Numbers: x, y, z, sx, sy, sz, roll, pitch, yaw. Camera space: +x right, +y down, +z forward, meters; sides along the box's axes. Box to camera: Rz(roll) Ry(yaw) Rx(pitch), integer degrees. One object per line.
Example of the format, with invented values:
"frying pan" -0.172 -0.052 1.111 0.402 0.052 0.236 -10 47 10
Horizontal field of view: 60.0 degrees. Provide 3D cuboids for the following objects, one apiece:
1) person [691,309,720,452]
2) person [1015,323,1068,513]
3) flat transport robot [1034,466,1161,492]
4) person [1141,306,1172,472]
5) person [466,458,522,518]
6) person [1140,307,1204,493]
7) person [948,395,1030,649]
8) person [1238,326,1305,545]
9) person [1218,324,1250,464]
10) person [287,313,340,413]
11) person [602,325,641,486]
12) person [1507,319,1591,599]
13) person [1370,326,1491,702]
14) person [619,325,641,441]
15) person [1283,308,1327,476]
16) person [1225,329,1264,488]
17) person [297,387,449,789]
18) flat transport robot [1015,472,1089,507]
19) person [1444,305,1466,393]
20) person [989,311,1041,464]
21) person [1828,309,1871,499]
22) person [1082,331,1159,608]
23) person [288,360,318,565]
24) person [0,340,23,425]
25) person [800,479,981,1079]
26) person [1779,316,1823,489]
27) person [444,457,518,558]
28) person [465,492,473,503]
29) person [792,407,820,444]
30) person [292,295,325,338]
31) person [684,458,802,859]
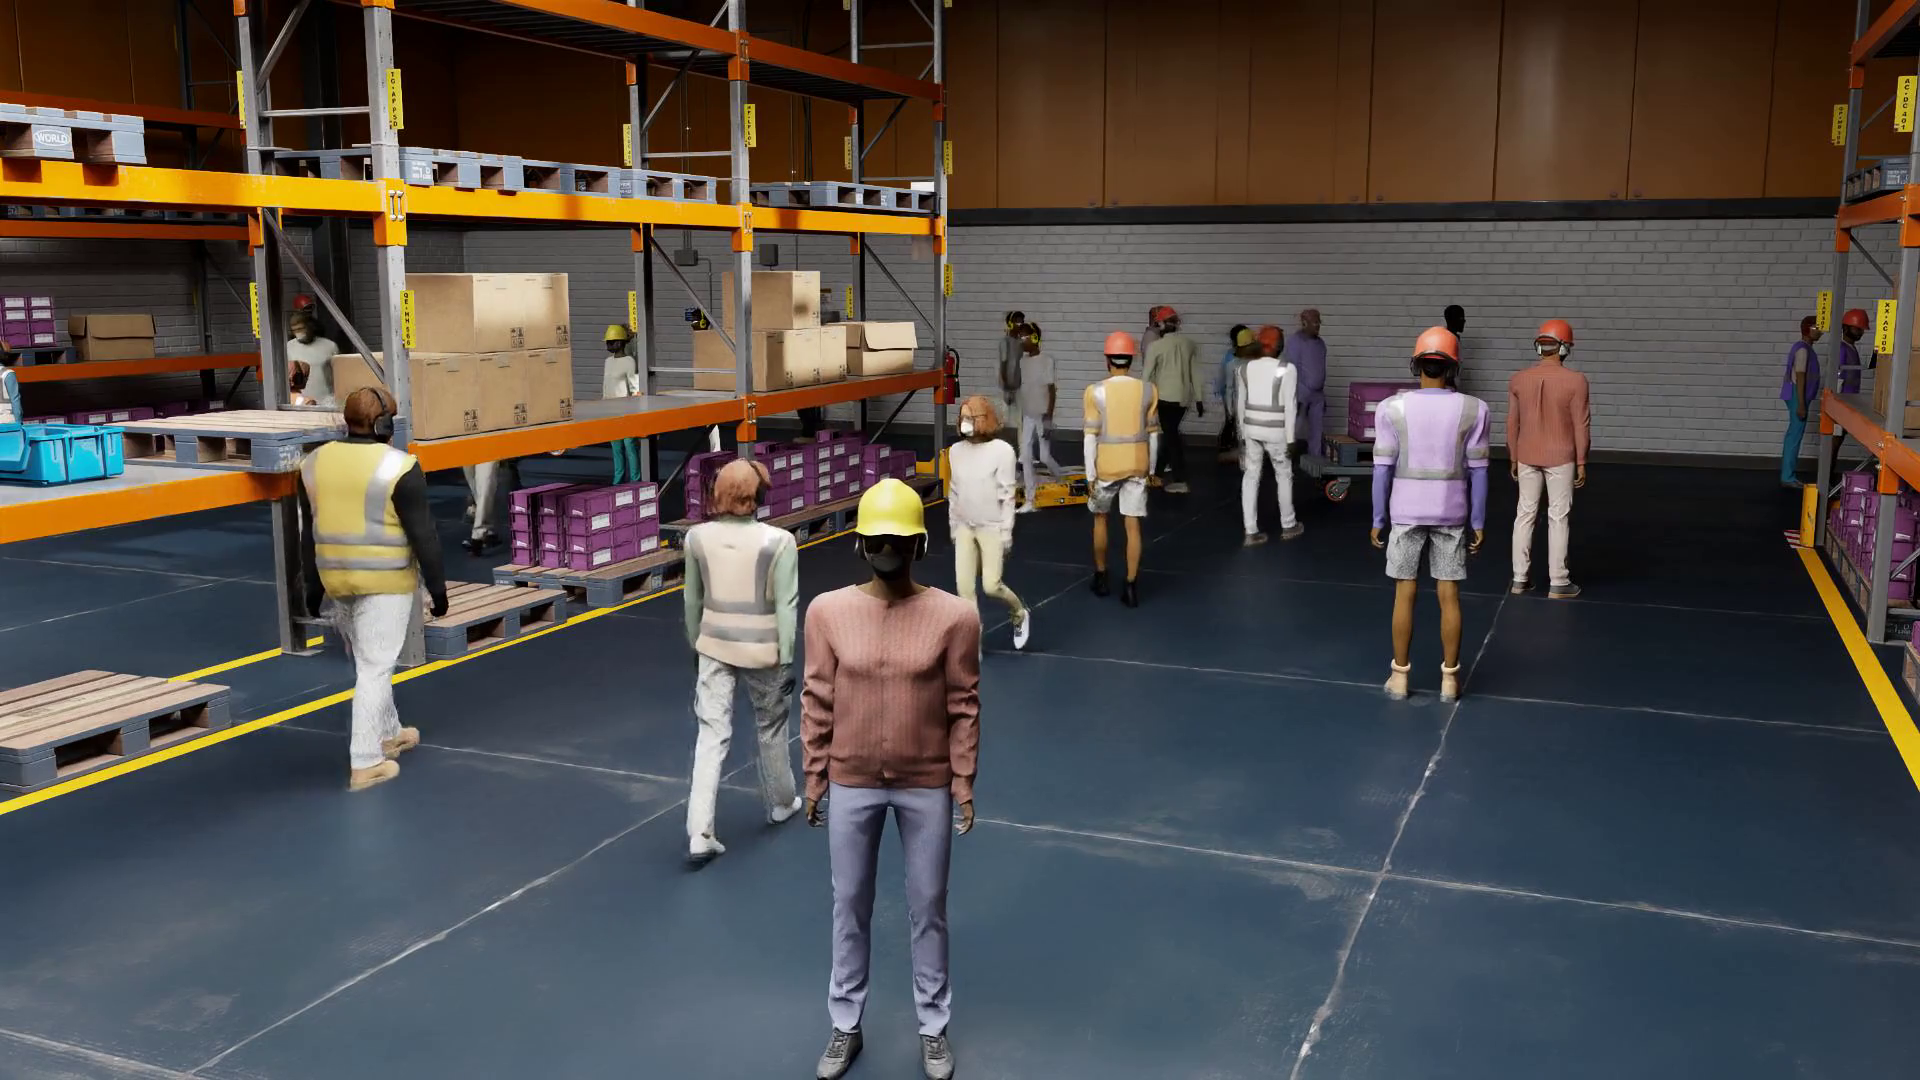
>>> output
"person" -3.007 -1.801 19.713 0.324 1.862 0.511 -1 9 -8
"person" 0.769 -1.189 16.111 0.543 1.825 0.754 8 12 41
"flat transport robot" 1.358 -0.651 17.534 1.431 0.197 0.652 -6 11 -31
"person" 2.287 -1.745 19.222 0.409 1.908 0.642 1 9 4
"person" -4.337 -1.093 15.583 0.510 1.808 0.951 7 12 37
"person" 2.189 -1.484 17.588 0.703 1.919 1.048 -5 11 -28
"person" 0.163 -0.060 9.873 0.507 1.618 0.528 7 12 38
"person" 2.693 -0.903 14.263 0.612 1.852 0.854 8 12 39
"person" 3.330 -1.732 19.839 0.532 1.665 0.566 3 10 17
"person" -6.635 -1.378 17.041 0.656 1.891 0.543 -4 10 -25
"person" -3.500 -1.324 17.093 0.533 1.768 0.310 8 12 41
"person" 4.210 -0.579 11.898 0.609 1.992 0.383 9 13 44
"person" 2.551 -0.137 9.067 0.615 2.040 0.391 2 10 12
"person" -4.505 -2.096 22.325 0.873 1.571 0.493 -3 10 -20
"person" 3.906 -1.648 18.724 0.668 1.920 0.486 -7 12 -37
"person" 3.080 -1.398 17.727 0.499 1.695 0.767 2 10 13
"person" -2.671 0.195 7.759 0.656 1.808 0.822 3 10 19
"flat transport robot" 0.618 -0.525 16.774 0.652 0.197 1.431 -6 11 -31
"person" 5.635 -1.753 19.232 0.385 1.920 0.587 2 10 12
"person" 0.556 -1.829 19.972 0.811 1.847 0.506 6 11 32
"person" 9.047 -1.392 17.012 0.385 1.929 0.547 7 12 38
"person" 1.121 -0.510 11.744 0.566 1.907 0.820 -1 9 -4
"person" -5.167 -0.581 12.974 0.523 1.638 0.311 5 11 28
"person" -9.421 -1.143 16.379 0.524 1.639 0.308 4 10 23
"person" -0.201 0.700 4.821 0.525 1.772 0.309 0 9 2
"person" 8.952 -1.470 17.744 0.381 1.841 0.566 5 11 28
"person" -3.992 -0.766 13.670 0.604 1.775 0.950 1 9 8
"person" -4.856 -1.196 16.566 0.547 1.679 0.381 4 10 24
"person" -2.106 -2.272 22.008 0.536 2.000 0.698 -1 9 -3
"person" -8.579 -2.236 21.954 0.392 1.988 0.608 1 9 5
"person" -0.901 0.465 6.770 0.530 1.596 0.851 3 10 15
